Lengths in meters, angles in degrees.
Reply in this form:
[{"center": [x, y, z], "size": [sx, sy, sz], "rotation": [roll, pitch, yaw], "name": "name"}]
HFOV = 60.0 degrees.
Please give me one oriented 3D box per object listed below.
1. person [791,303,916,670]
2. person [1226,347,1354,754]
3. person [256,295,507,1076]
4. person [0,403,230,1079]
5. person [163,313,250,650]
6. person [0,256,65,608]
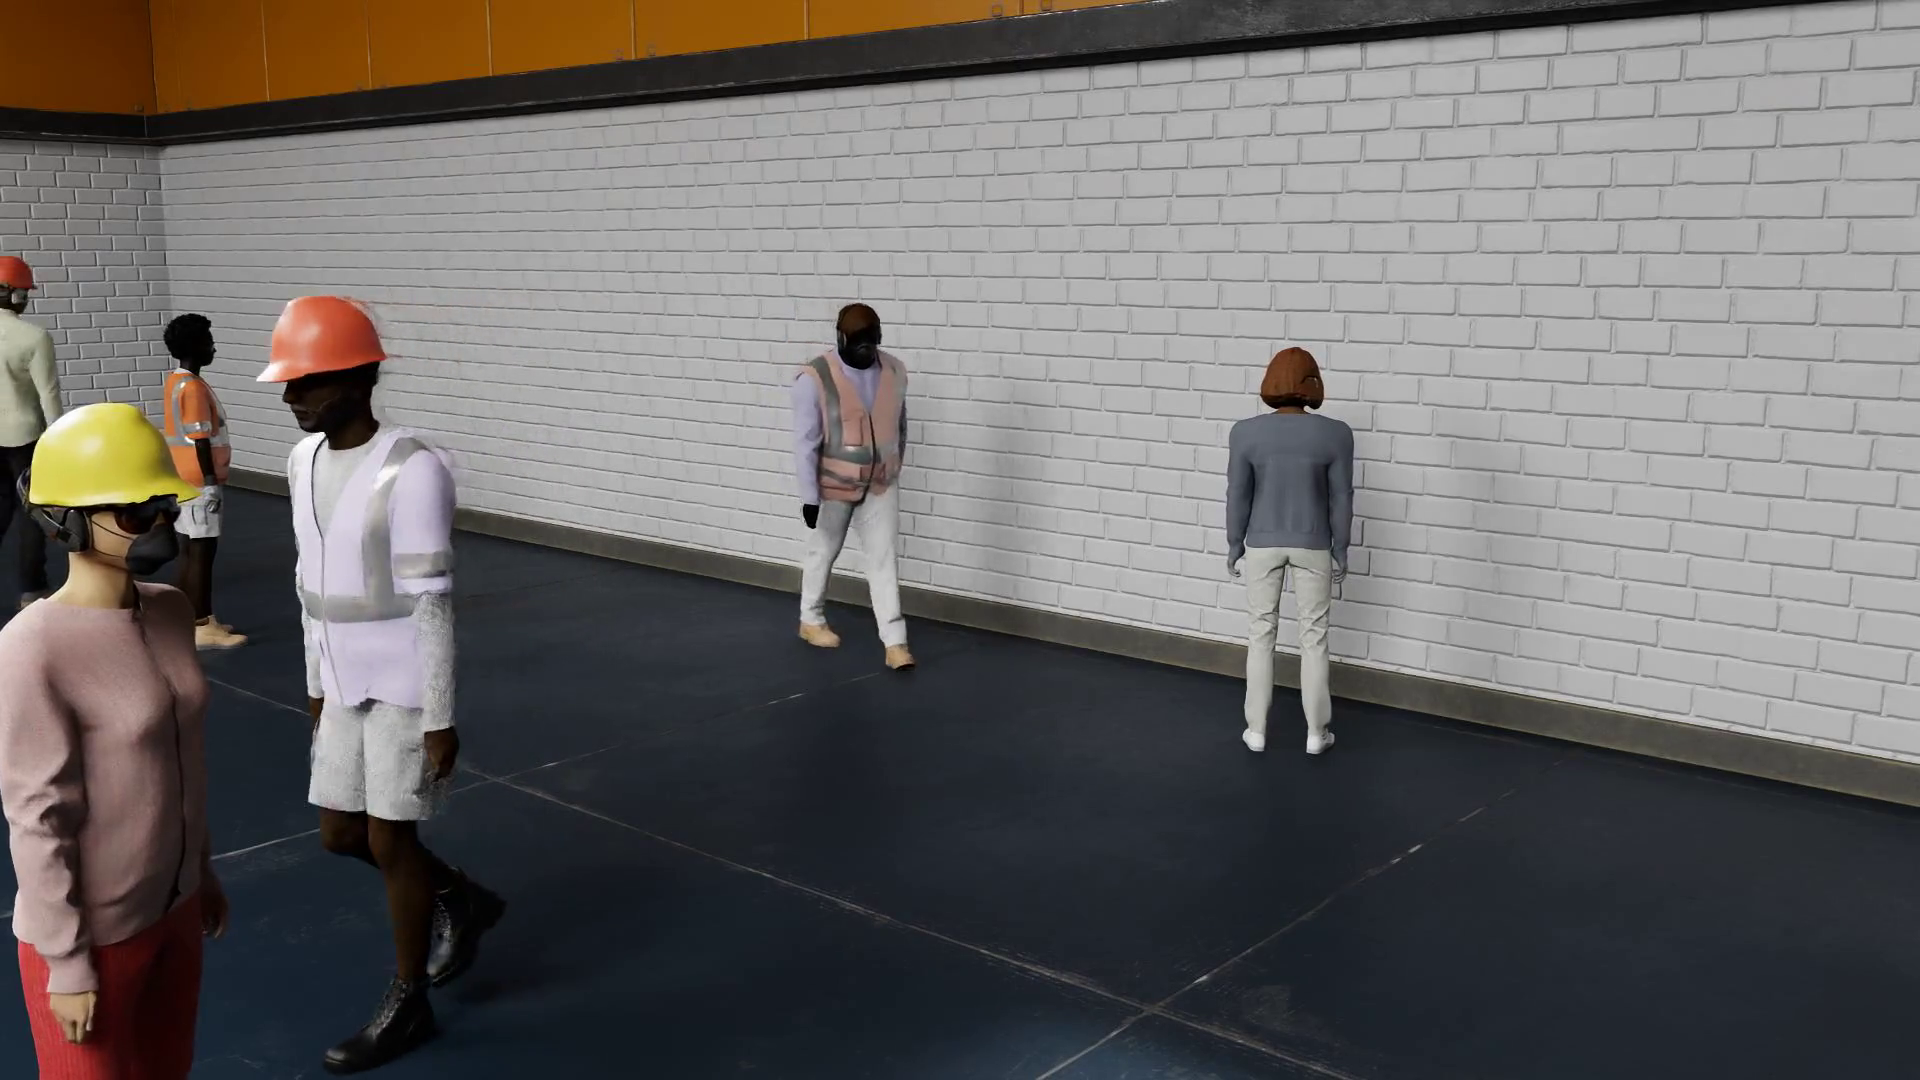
[{"center": [-0.533, -0.278, 8.164], "size": [0.648, 1.773, 0.966], "rotation": [-5, 11, -28], "name": "person"}, {"center": [1.314, 0.048, 6.671], "size": [0.501, 1.631, 0.285], "rotation": [3, 10, 14], "name": "person"}, {"center": [-1.427, 0.345, 4.181], "size": [0.586, 1.916, 0.595], "rotation": [6, 12, 32], "name": "person"}, {"center": [-1.427, 0.646, 2.882], "size": [0.326, 1.769, 0.524], "rotation": [1, 10, 3], "name": "person"}, {"center": [-3.851, -0.293, 8.429], "size": [0.315, 1.696, 0.540], "rotation": [-7, 12, -35], "name": "person"}, {"center": [-5.311, -0.588, 9.299], "size": [0.650, 1.977, 0.492], "rotation": [1, 10, 6], "name": "person"}]
